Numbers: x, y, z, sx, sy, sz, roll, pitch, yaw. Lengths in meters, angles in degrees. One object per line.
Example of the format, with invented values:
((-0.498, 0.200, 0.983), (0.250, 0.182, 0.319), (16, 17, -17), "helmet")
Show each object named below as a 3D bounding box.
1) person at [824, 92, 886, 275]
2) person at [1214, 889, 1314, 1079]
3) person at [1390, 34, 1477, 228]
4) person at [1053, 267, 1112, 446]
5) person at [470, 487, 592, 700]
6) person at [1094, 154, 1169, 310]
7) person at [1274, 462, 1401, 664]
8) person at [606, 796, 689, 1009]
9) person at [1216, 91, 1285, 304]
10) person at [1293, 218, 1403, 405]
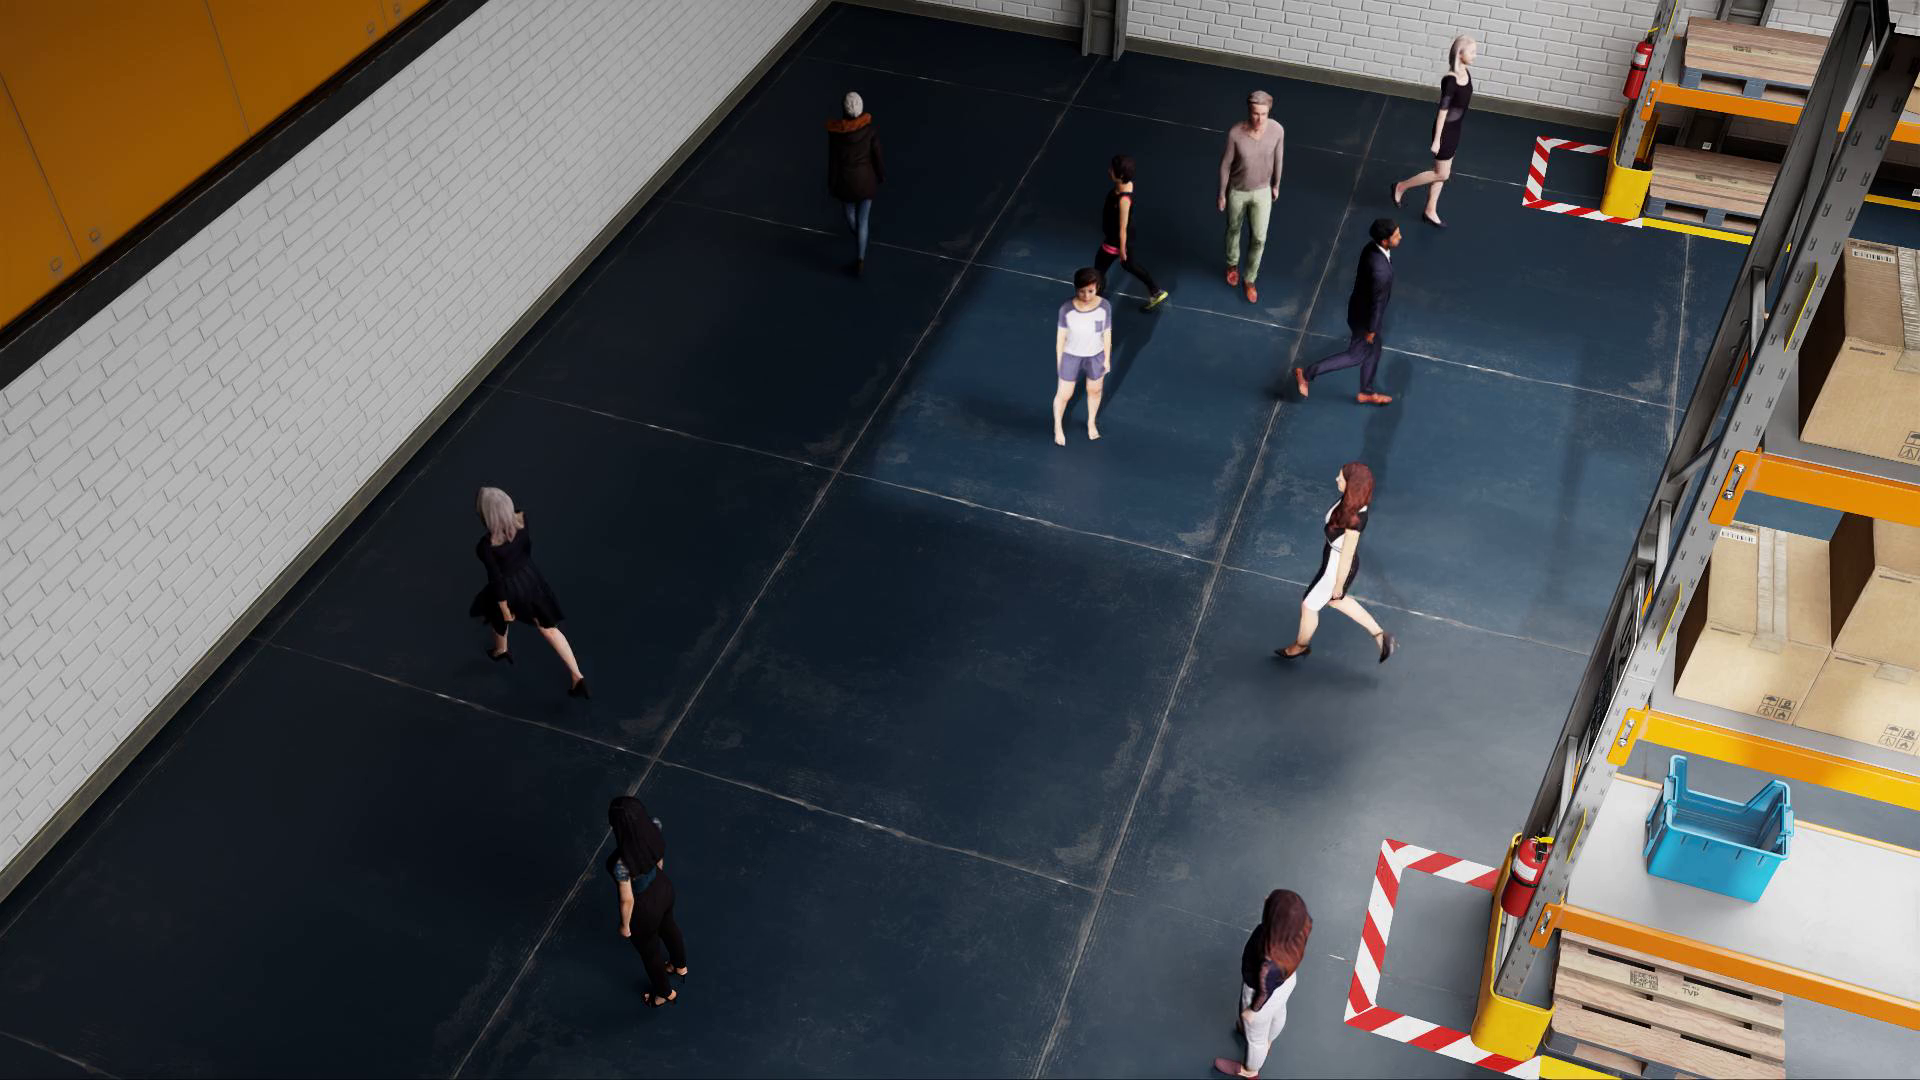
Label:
((-0.895, -3.021, 14.227), (1.053, 1.595, 0.951), (-2, 44, -2), "person")
((1.587, 2.300, 8.633), (0.624, 1.607, 0.655), (27, 50, 25), "person")
((4.200, -3.603, 14.674), (0.858, 1.822, 0.677), (22, 48, 21), "person")
((0.935, -1.413, 12.565), (0.607, 1.559, 0.713), (-4, 44, -4), "person")
((-2.746, 0.366, 10.599), (1.195, 1.696, 0.741), (22, 48, 21), "person")
((1.388, -2.496, 13.727), (1.030, 1.526, 0.632), (10, 44, 10), "person")
((2.510, 0.220, 10.695), (1.022, 1.774, 0.630), (11, 45, 11), "person")
((-1.679, 1.941, 8.917), (0.493, 1.734, 0.565), (16, 46, 16), "person")
((2.412, -2.983, 14.004), (0.901, 1.849, 0.916), (1, 44, 1), "person")
((3.034, -1.735, 12.798), (1.113, 1.704, 0.814), (4, 44, 4), "person")
